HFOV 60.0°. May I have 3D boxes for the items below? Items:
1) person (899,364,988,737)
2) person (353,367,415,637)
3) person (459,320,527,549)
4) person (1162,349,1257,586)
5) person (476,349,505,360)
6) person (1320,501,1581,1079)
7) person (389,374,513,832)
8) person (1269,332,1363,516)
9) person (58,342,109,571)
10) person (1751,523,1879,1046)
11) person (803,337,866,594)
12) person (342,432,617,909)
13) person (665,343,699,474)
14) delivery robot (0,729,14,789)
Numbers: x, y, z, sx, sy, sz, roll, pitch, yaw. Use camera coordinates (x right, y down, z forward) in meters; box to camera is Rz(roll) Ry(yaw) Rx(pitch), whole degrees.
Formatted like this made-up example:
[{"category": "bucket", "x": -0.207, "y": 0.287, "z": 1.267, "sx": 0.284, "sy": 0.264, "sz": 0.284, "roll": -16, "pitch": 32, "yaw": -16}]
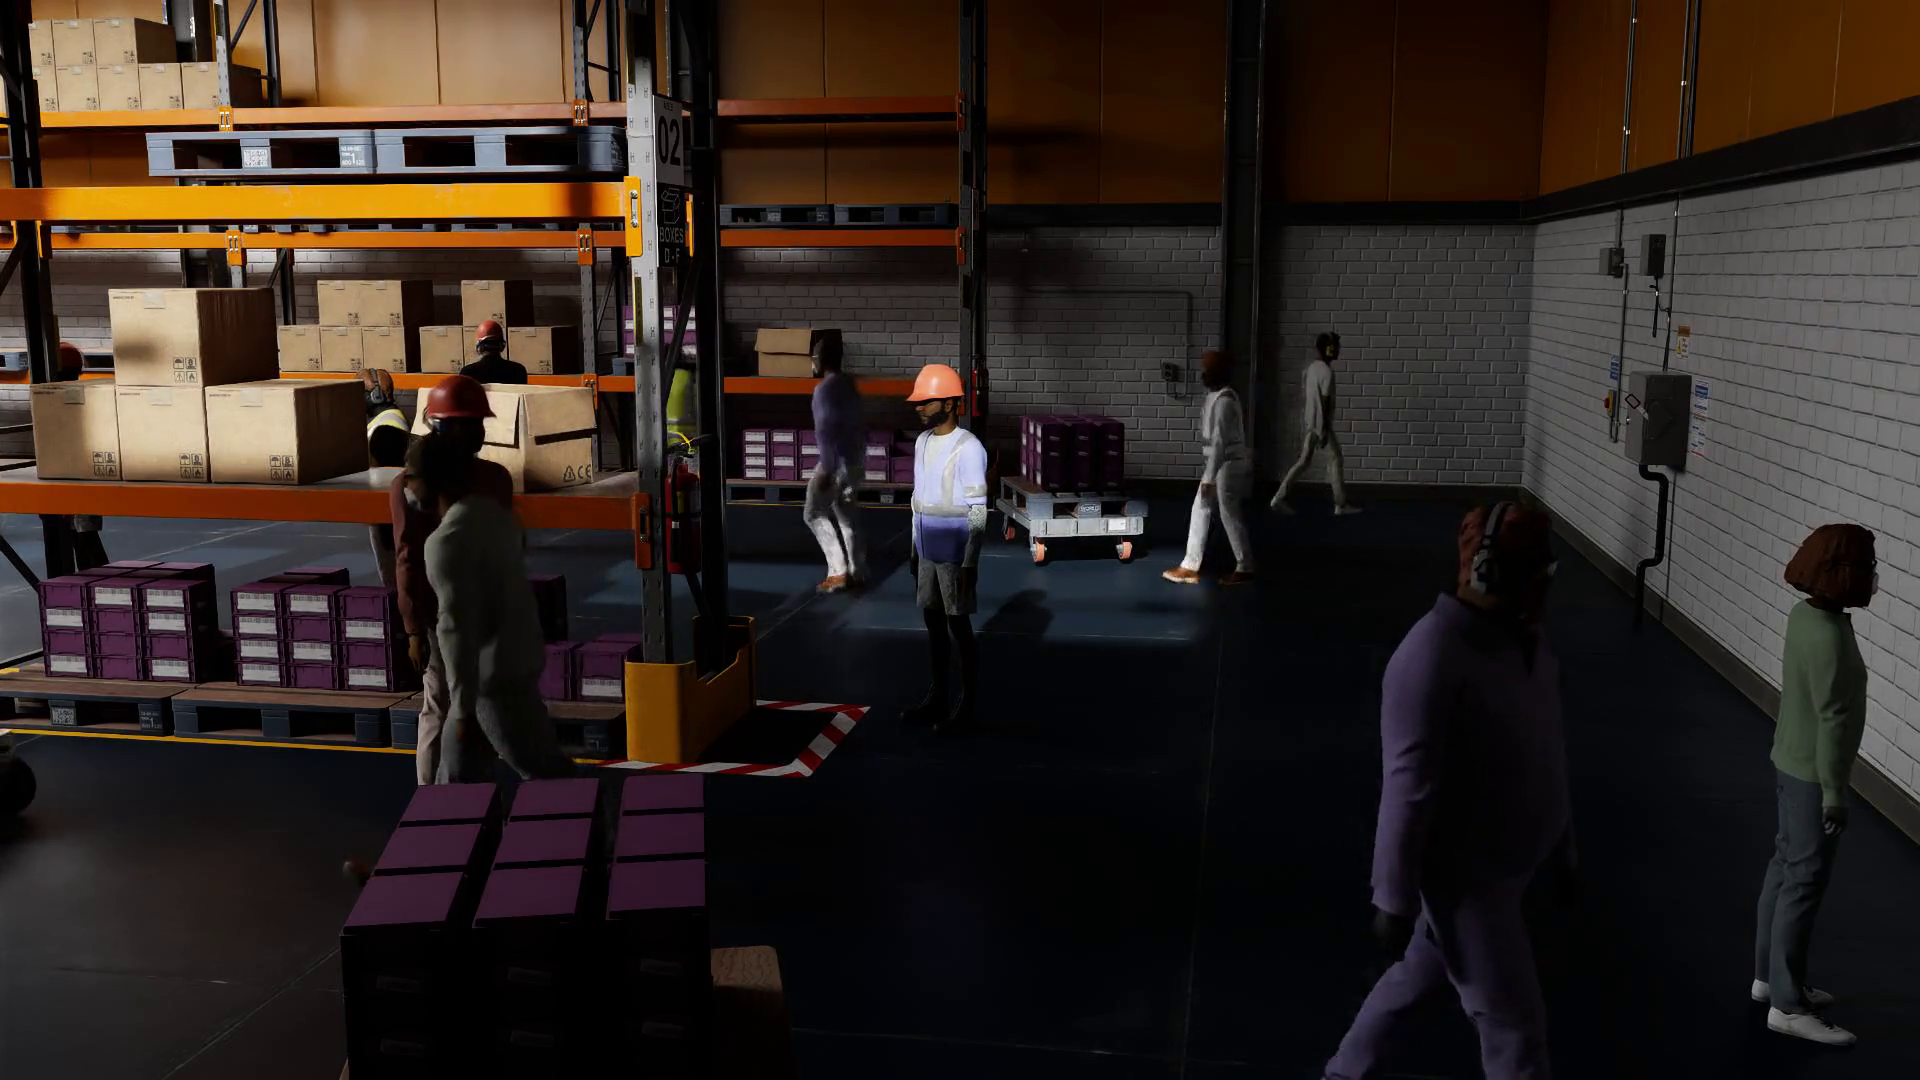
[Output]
[{"category": "person", "x": -0.101, "y": 0.054, "z": 8.671, "sx": 0.367, "sy": 1.935, "sz": 0.552, "roll": -7, "pitch": 11, "yaw": -36}, {"category": "person", "x": -3.513, "y": -0.134, "z": 10.159, "sx": 0.429, "sy": 1.837, "sz": 0.629, "roll": -3, "pitch": 10, "yaw": -19}, {"category": "person", "x": -4.014, "y": -0.891, "z": 14.356, "sx": 0.614, "sy": 1.993, "sz": 0.395, "roll": -6, "pitch": 11, "yaw": -35}, {"category": "person", "x": 1.915, "y": -0.533, "z": 12.635, "sx": 0.809, "sy": 1.830, "sz": 0.660, "roll": -1, "pitch": 9, "yaw": -3}, {"category": "person", "x": -4.475, "y": -1.067, "z": 15.948, "sx": 0.597, "sy": 1.831, "sz": 0.403, "roll": 3, "pitch": 10, "yaw": 17}, {"category": "person", "x": 1.320, "y": 0.816, "z": 4.218, "sx": 1.013, "sy": 1.858, "sz": 0.665, "roll": 8, "pitch": 12, "yaw": 39}, {"category": "person", "x": -2.036, "y": 0.320, "z": 6.833, "sx": 0.376, "sy": 1.997, "sz": 0.612, "roll": 5, "pitch": 11, "yaw": 29}, {"category": "person", "x": 3.504, "y": -1.133, "z": 16.397, "sx": 0.939, "sy": 1.823, "sz": 0.524, "roll": -3, "pitch": 10, "yaw": -16}, {"category": "person", "x": -6.075, "y": -0.386, "z": 11.394, "sx": 0.552, "sy": 1.936, "sz": 0.358, "roll": 9, "pitch": 13, "yaw": 43}, {"category": "person", "x": 2.719, "y": 0.753, "z": 5.271, "sx": 0.275, "sy": 1.632, "sz": 0.507, "roll": 3, "pitch": 10, "yaw": 16}, {"category": "person", "x": -0.921, "y": -0.537, "z": 12.358, "sx": 0.501, "sy": 1.928, "sz": 0.678, "roll": 3, "pitch": 10, "yaw": 17}, {"category": "person", "x": -1.749, "y": 0.519, "z": 6.178, "sx": 1.194, "sy": 1.831, "sz": 0.643, "roll": 0, "pitch": 9, "yaw": -1}, {"category": "person", "x": -2.332, "y": -0.751, "z": 14.091, "sx": 0.753, "sy": 1.816, "sz": 0.433, "roll": 1, "pitch": 9, "yaw": 8}, {"category": "delivery robot", "x": -4.481, "y": 0.942, "z": 7.147, "sx": 0.707, "sy": 0.478, "sz": 0.477, "roll": 0, "pitch": 9, "yaw": 2}]
